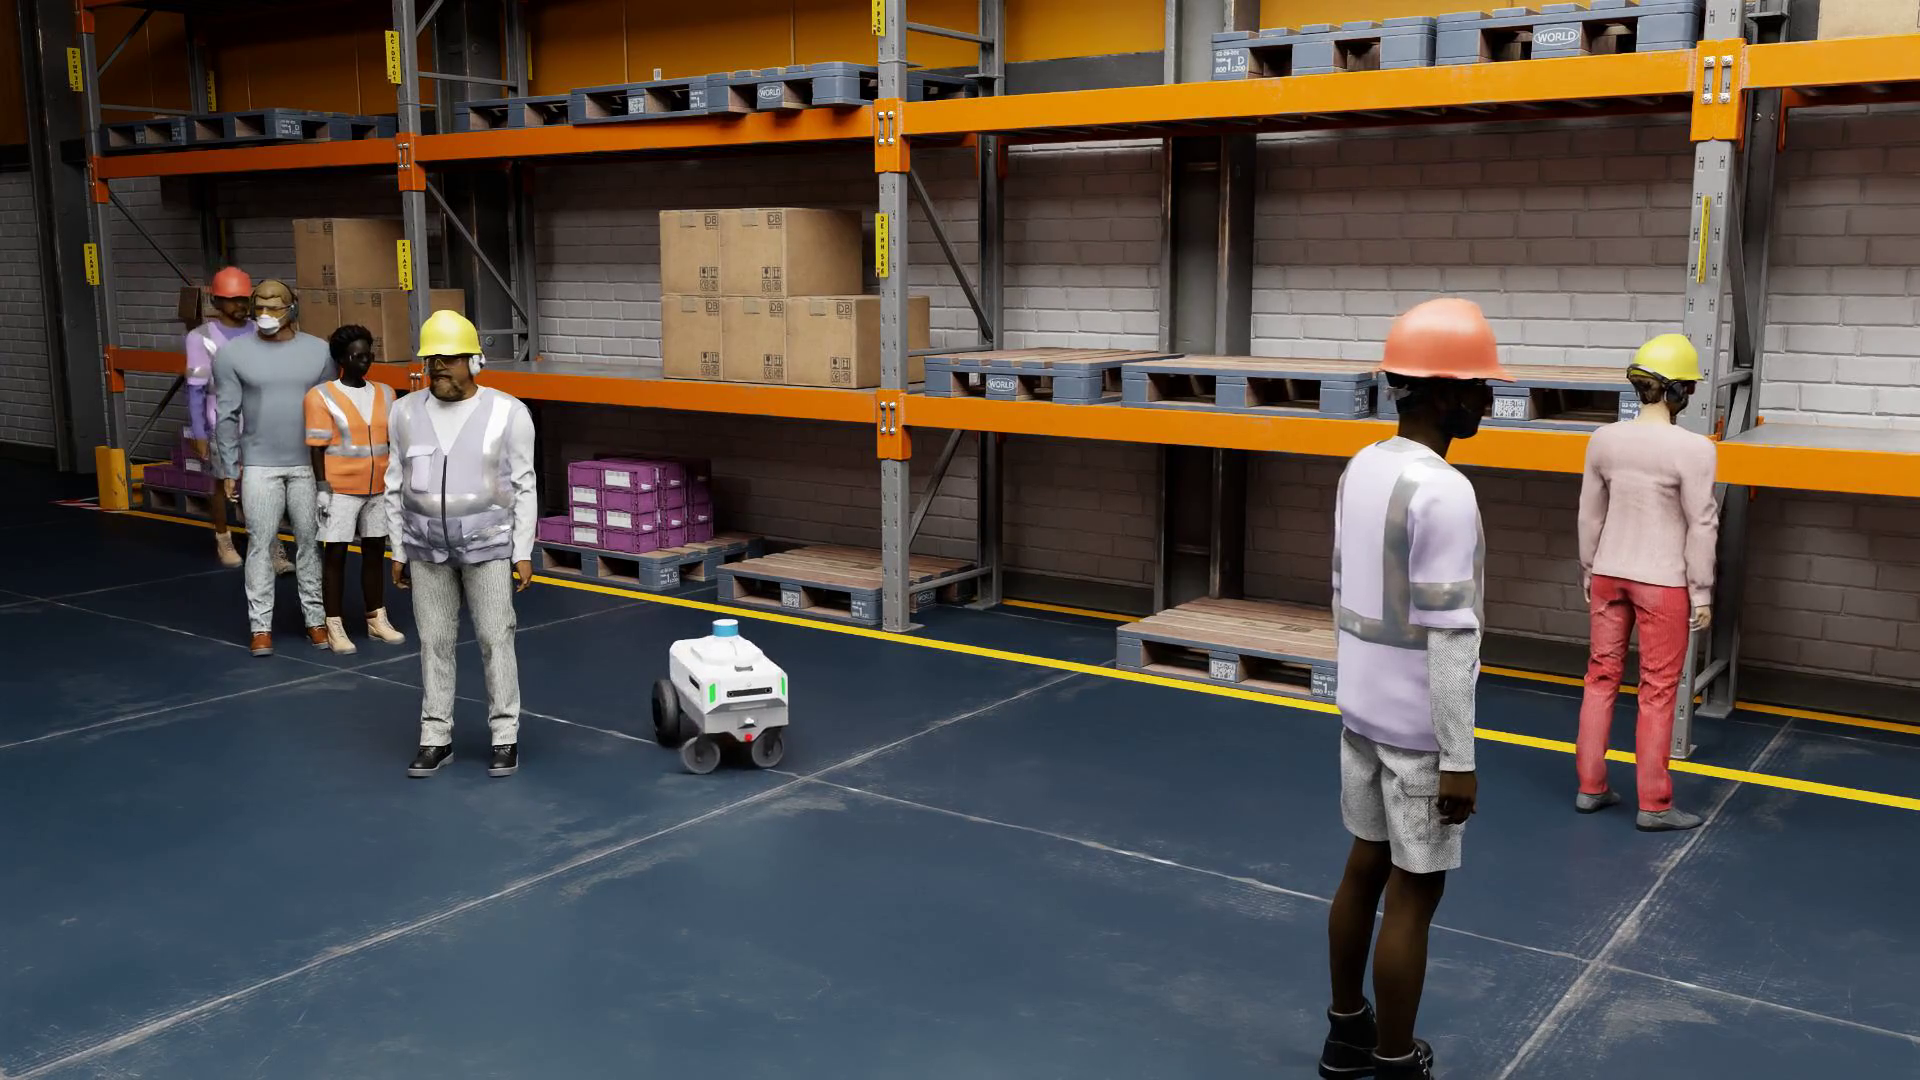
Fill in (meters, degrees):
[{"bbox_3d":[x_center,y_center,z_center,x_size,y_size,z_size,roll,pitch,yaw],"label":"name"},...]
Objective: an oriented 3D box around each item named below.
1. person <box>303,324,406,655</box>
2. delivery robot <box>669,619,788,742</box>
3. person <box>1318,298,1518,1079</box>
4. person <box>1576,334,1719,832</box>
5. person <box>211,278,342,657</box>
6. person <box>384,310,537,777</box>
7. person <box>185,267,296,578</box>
[{"bbox_3d":[-3.135,-0.268,8.647,0.322,1.699,0.532,7,12,37],"label":"person"},{"bbox_3d":[-0.951,0.568,6.792,0.477,0.478,0.707,-4,10,-22],"label":"delivery robot"},{"bbox_3d":[1.078,0.409,3.907,0.363,1.935,0.553,-2,10,-10],"label":"person"},{"bbox_3d":[2.461,0.150,5.961,0.330,1.767,0.528,-6,11,-31],"label":"person"},{"bbox_3d":[-3.486,-0.375,8.580,0.632,1.936,0.359,-5,11,-30],"label":"person"},{"bbox_3d":[-1.959,0.023,6.521,0.592,1.833,0.404,0,10,-1],"label":"person"},{"bbox_3d":[-4.642,-0.753,10.704,0.633,1.986,1.075,-9,13,-42],"label":"person"}]
